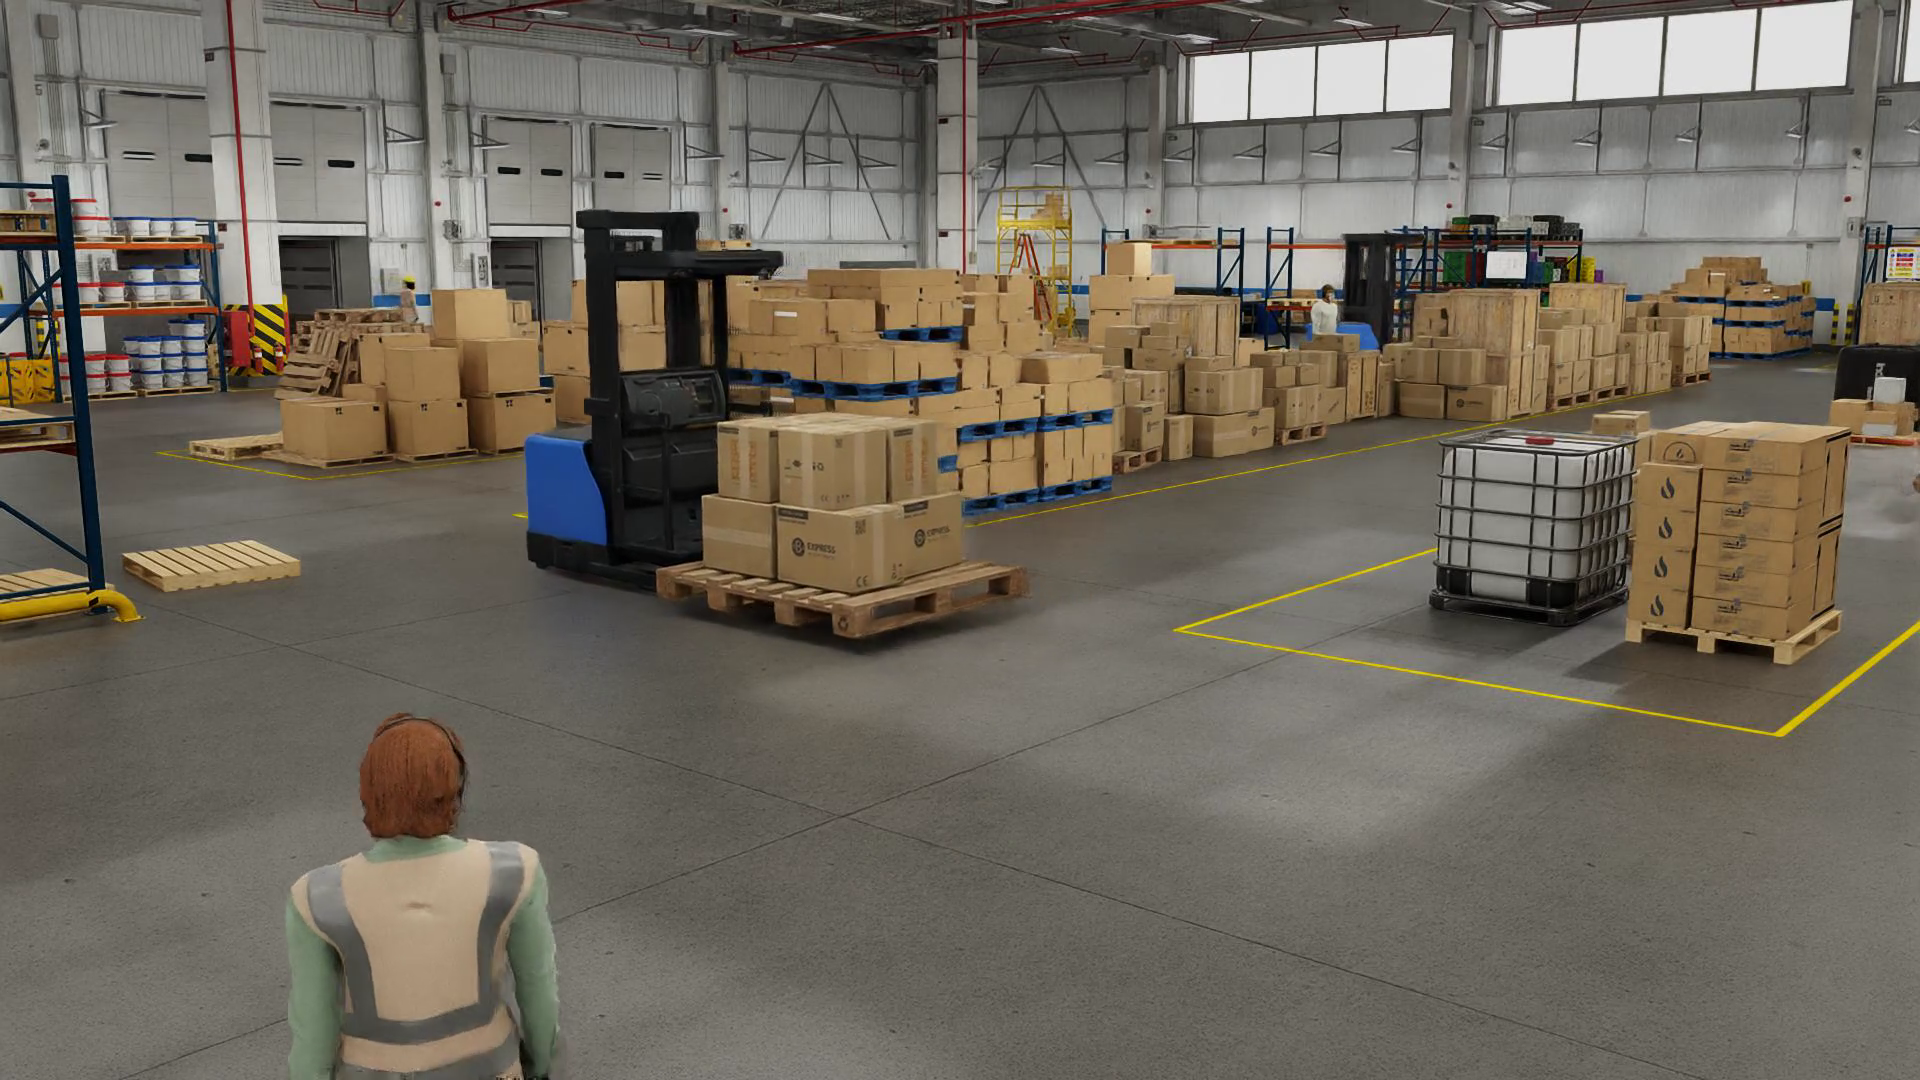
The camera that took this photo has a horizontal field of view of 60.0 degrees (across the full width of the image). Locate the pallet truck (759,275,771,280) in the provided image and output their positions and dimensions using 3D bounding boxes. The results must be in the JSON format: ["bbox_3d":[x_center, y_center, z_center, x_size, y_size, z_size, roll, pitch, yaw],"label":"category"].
[{"bbox_3d":[-4.996,-6.432,45.525,1.885,1.965,0.823,-6,12,-32],"label":"pallet truck"}]

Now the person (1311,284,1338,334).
[{"bbox_3d":[6.202,-3.366,28.238,0.631,1.940,0.372,-10,14,-44],"label":"person"}]

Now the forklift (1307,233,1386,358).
[{"bbox_3d":[7.827,-4.572,32.423,1.873,2.768,1.129,-4,11,-22],"label":"forklift"}]

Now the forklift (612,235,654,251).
[{"bbox_3d":[-7.300,-5.450,37.421,1.873,2.768,1.129,8,13,40],"label":"forklift"}]

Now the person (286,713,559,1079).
[{"bbox_3d":[-1.059,1.162,3.340,0.525,1.627,0.394,-4,11,-21],"label":"person"}]

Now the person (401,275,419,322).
[{"bbox_3d":[-13.549,-5.559,40.903,1.002,1.885,0.600,-8,13,-39],"label":"person"}]

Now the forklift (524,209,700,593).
[{"bbox_3d":[-2.437,-1.128,12.811,1.873,2.768,1.129,8,13,40],"label":"forklift"}]

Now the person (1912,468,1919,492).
[{"bbox_3d":[10.108,-1.366,16.815,0.425,1.957,0.629,-4,11,-21],"label":"person"}]
